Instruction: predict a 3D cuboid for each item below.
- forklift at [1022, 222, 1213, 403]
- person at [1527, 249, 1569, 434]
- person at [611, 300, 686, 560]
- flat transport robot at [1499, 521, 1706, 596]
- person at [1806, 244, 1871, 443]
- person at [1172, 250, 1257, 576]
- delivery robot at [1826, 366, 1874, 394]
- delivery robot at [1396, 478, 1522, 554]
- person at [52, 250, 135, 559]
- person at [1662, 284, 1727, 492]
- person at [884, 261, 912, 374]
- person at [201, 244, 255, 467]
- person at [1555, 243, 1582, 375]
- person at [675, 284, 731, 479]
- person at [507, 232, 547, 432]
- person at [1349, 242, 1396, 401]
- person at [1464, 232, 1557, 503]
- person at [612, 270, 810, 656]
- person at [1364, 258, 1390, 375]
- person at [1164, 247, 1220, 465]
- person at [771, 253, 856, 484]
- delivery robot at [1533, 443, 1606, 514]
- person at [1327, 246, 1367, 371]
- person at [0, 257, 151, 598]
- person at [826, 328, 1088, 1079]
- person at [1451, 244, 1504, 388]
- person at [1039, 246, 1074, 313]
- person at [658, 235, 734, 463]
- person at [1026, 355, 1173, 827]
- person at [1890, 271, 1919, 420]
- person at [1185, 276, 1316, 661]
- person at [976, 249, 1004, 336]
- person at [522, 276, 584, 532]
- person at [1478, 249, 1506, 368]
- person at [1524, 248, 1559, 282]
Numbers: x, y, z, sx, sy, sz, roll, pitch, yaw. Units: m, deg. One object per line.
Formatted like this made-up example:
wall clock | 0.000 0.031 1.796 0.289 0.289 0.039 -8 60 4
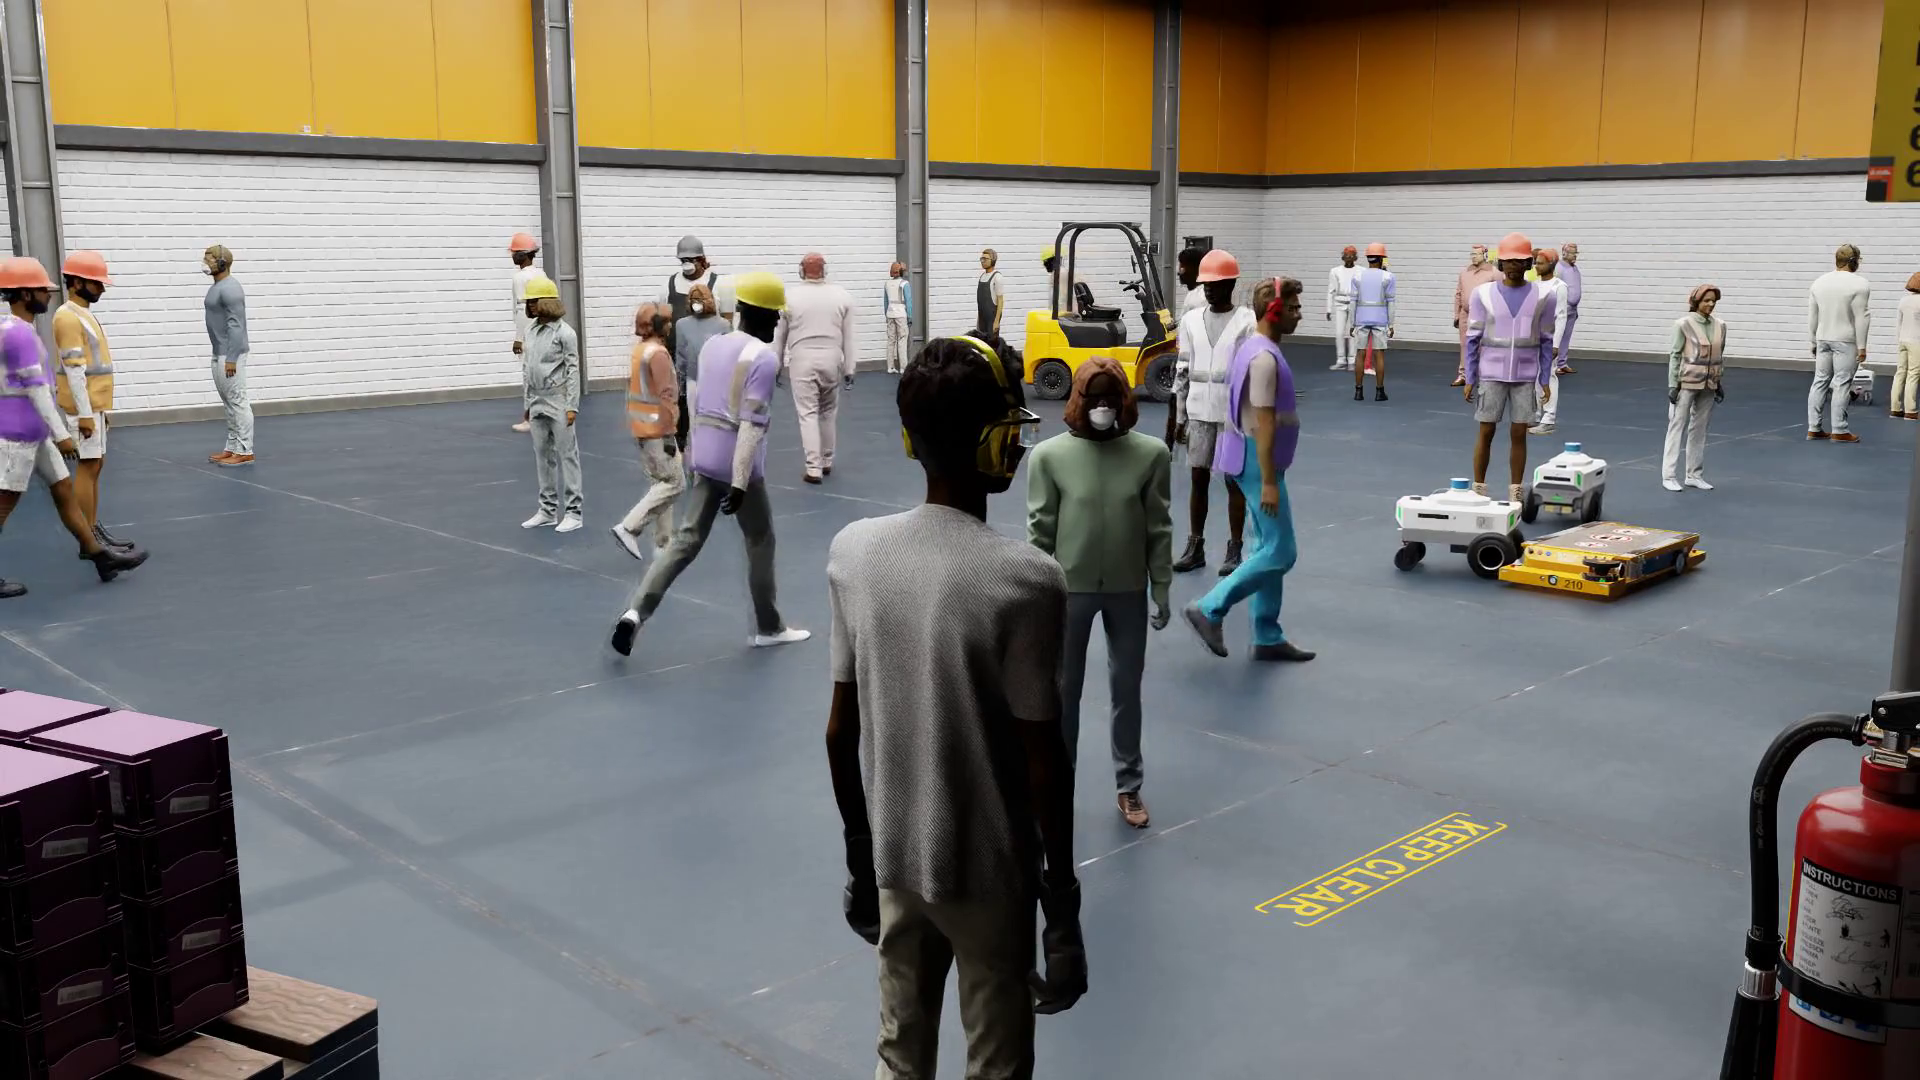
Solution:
forklift | 1.935 -2.847 20.651 2.313 2.155 1.214 2 11 13
person | 5.963 -2.028 17.031 0.355 1.884 0.573 -3 11 -14
person | -1.892 -0.655 10.220 0.466 1.623 0.539 -5 11 -24
flat transport robot | 3.836 0.091 9.875 0.652 0.197 1.431 10 14 43
person | 8.602 -1.919 16.285 0.361 1.938 0.635 -5 11 -23
person | 1.527 -0.747 9.900 0.553 1.935 0.364 6 12 30
delivery robot | 10.707 -1.969 20.080 0.477 0.478 0.707 0 10 1
delivery robot | 3.012 -0.131 10.060 0.707 0.478 0.477 5 12 25
person | -5.457 -0.845 10.460 0.368 1.929 0.542 -4 11 -19
person | 5.840 -1.204 13.203 0.523 1.638 0.311 -3 11 -18
person | -0.903 -3.237 24.289 0.512 1.641 0.309 9 13 39
person | -6.463 -1.620 14.658 0.372 1.940 0.630 -7 13 -35
person | 8.865 -3.376 24.324 0.654 1.904 0.406 -9 14 -41
person | -2.123 -1.307 13.811 0.501 1.626 0.282 3 11 14
person | -4.471 -2.143 17.210 0.366 2.048 0.607 1 10 7
person | 5.050 -2.669 20.384 0.551 1.933 0.369 4 11 22
person | 3.956 -1.183 11.991 0.615 2.040 0.391 2 11 12
person | -1.186 -0.348 7.937 0.973 1.873 0.621 -10 14 -44
person | 6.084 -3.272 24.217 0.361 1.734 0.645 6 12 30
person | 2.125 -1.600 14.599 0.995 1.927 0.600 2 11 9
person | -1.234 -1.433 13.813 0.667 1.869 0.885 -3 11 -17
delivery robot | 4.319 -0.444 11.766 0.477 0.478 0.707 7 13 34
person | 5.804 -3.461 24.905 0.589 1.875 0.373 3 11 18
person | -5.172 -0.630 9.364 0.996 1.889 0.546 -6 12 -29
person | 0.002 0.581 2.843 0.515 1.872 0.328 8 13 36
person | 6.879 -2.984 22.183 0.651 1.906 0.408 10 14 42
person | 1.290 -2.967 22.162 0.535 1.877 0.645 2 11 13
person | -2.342 -1.676 14.681 0.682 2.000 0.537 0 10 2
person | 0.470 0.184 5.670 0.496 1.627 0.272 -1 10 -5
person | 10.512 -2.141 18.327 0.279 1.634 0.499 -1 10 -5
person | 1.408 -0.313 7.805 0.534 1.831 0.596 2 11 9
person | 0.377 -2.906 21.922 0.345 1.847 0.506 -7 12 -32
person | -2.816 -0.925 11.398 0.489 1.743 0.322 7 12 34
person | 8.057 -3.486 25.181 0.426 1.817 0.609 1 10 5
person | 8.102 -3.185 23.462 0.634 1.839 0.429 2 11 12
